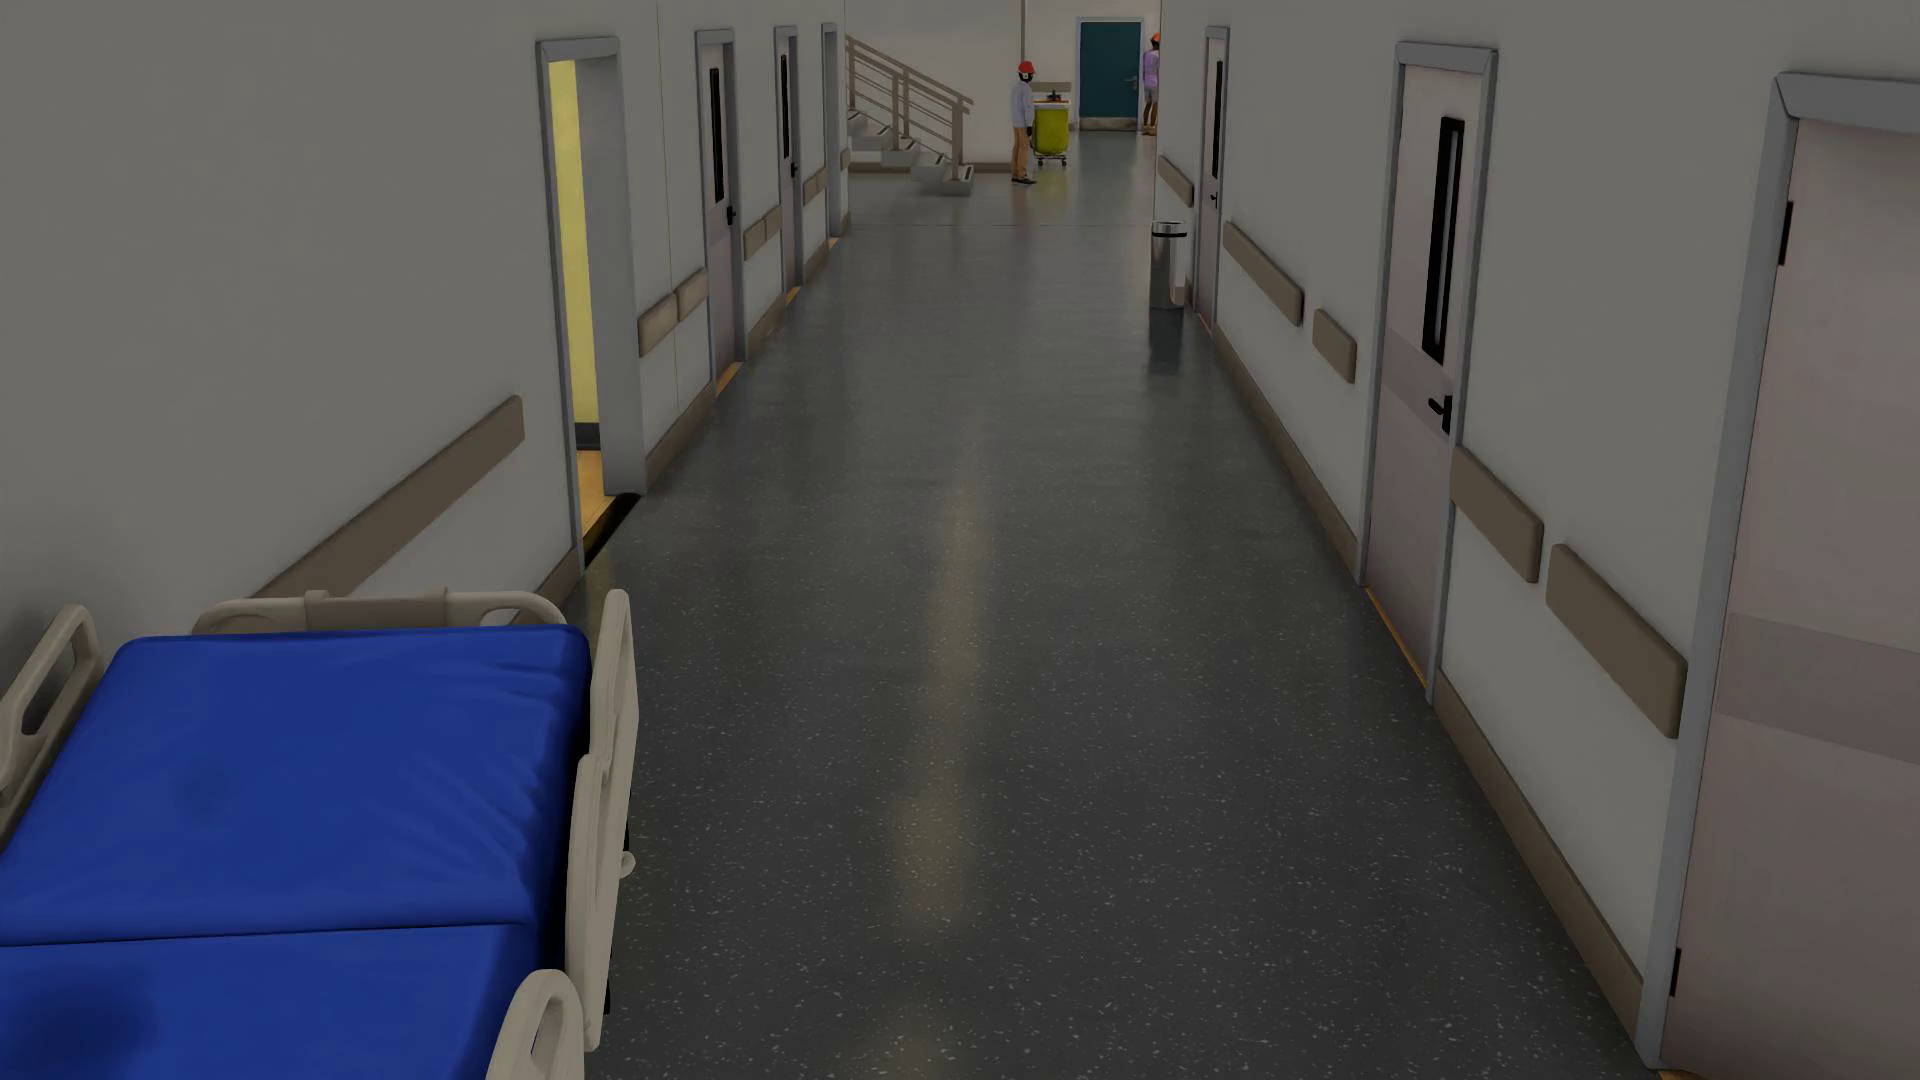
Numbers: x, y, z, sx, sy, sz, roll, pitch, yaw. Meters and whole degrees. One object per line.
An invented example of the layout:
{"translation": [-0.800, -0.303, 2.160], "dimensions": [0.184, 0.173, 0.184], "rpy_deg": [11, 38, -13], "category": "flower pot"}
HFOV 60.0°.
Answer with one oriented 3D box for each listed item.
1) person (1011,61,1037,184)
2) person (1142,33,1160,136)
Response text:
{"translation": [0.946, -6.097, 24.322], "dimensions": [0.343, 1.749, 0.573], "rpy_deg": [-6, 19, -18], "category": "person"}
{"translation": [3.947, -9.235, 33.739], "dimensions": [0.403, 2.030, 0.619], "rpy_deg": [-11, 21, -31], "category": "person"}
